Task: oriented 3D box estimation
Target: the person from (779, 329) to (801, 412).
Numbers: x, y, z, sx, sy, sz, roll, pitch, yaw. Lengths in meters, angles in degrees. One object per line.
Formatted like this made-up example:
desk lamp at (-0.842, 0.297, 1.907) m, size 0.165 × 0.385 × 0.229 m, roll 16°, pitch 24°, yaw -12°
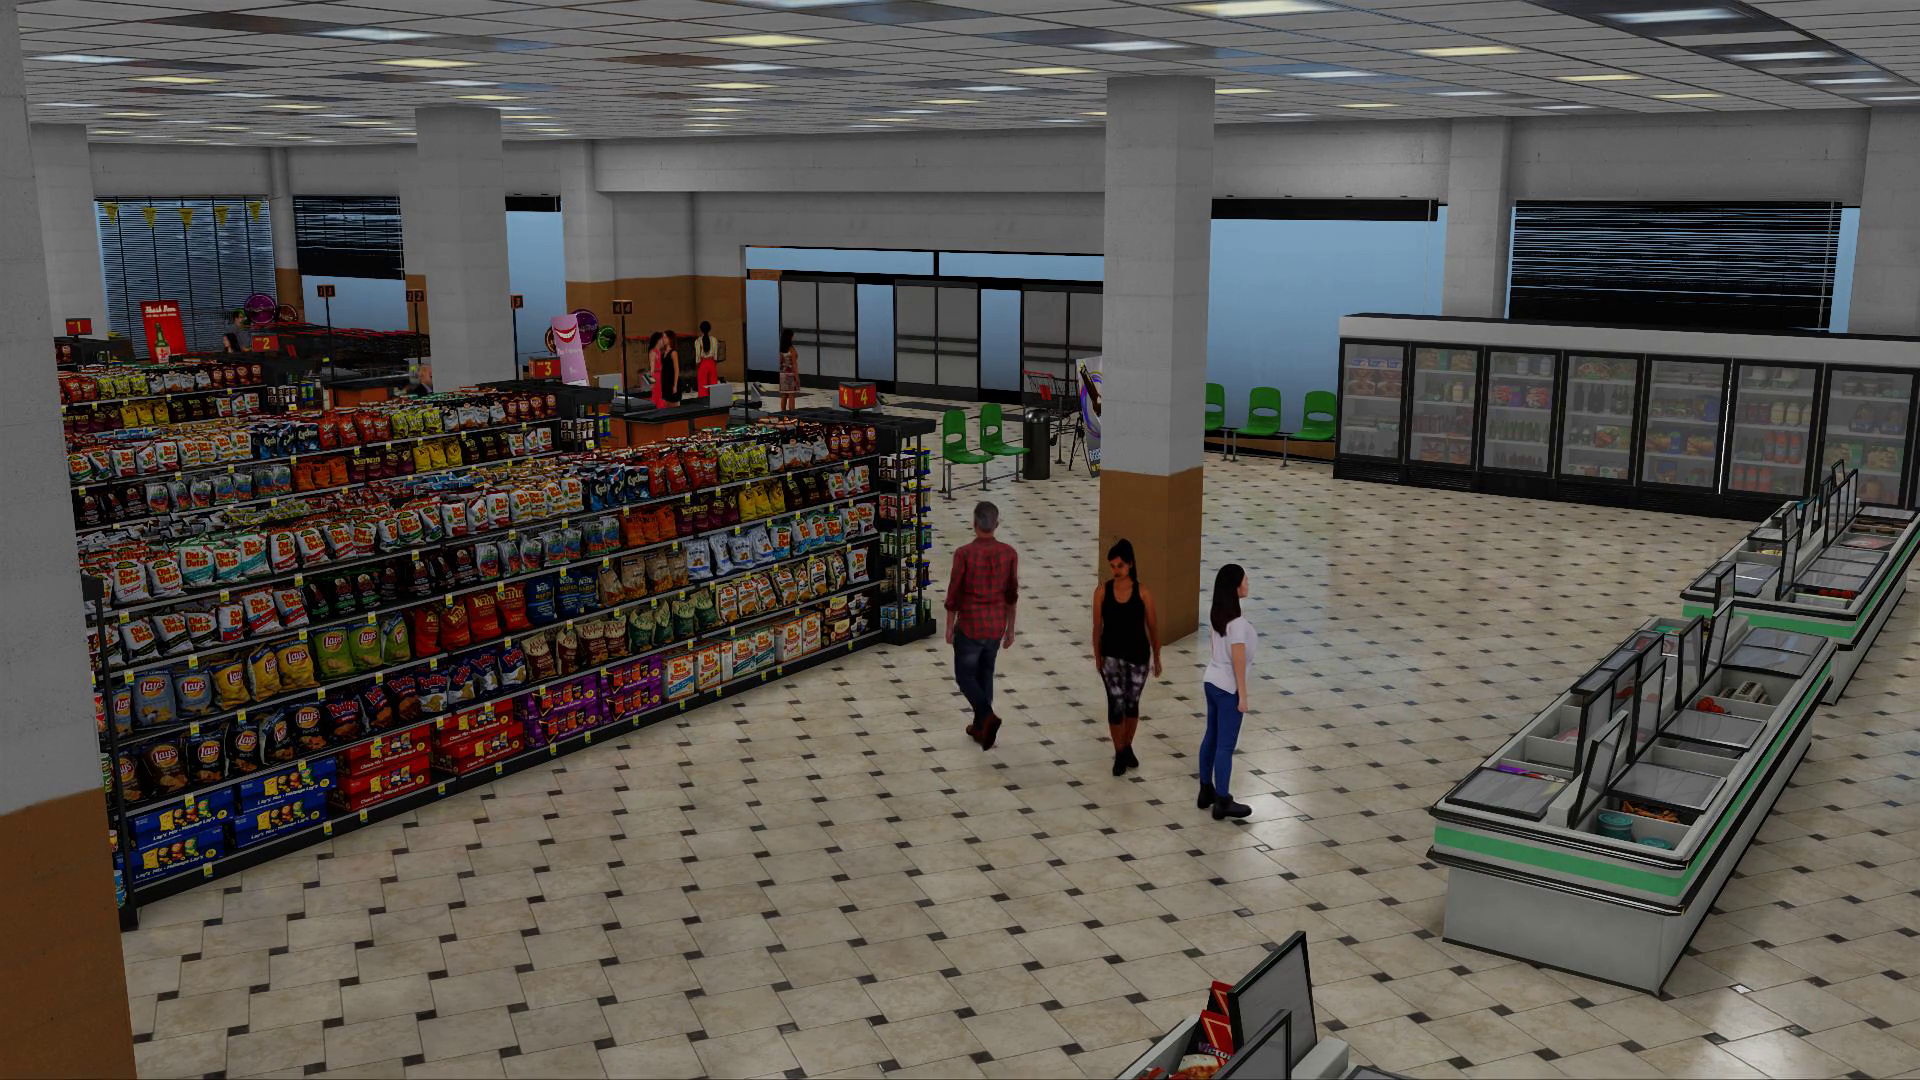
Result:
person at (-3.019, -2.885, 29.244) m, size 0.623 × 1.645 × 0.702 m, roll -10°, pitch 16°, yaw -40°

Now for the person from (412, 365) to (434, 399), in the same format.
person at (-7.025, -1.382, 21.794) m, size 1.051 × 1.774 × 1.194 m, roll 3°, pitch 12°, yaw 12°

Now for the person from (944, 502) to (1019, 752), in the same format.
person at (0.186, 0.656, 12.042) m, size 1.091 × 1.803 × 1.077 m, roll -5°, pitch 13°, yaw -22°

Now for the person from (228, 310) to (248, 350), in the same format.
person at (-14.086, -3.577, 32.304) m, size 0.943 × 1.737 × 0.871 m, roll -2°, pitch 12°, yaw -10°

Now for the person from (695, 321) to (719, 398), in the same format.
person at (-4.439, -2.948, 29.181) m, size 0.590 × 1.793 × 0.723 m, roll -8°, pitch 14°, yaw -32°

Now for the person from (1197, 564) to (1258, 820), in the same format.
person at (1.714, 0.985, 10.777) m, size 0.720 × 1.682 × 0.678 m, roll -3°, pitch 12°, yaw -15°

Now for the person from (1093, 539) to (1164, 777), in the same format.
person at (1.156, 0.796, 11.738) m, size 0.793 × 1.655 × 0.857 m, roll -1°, pitch 12°, yaw -4°

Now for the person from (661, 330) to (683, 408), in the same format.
person at (-4.627, -2.444, 26.690) m, size 0.634 × 1.834 × 0.653 m, roll -8°, pitch 15°, yaw -35°
